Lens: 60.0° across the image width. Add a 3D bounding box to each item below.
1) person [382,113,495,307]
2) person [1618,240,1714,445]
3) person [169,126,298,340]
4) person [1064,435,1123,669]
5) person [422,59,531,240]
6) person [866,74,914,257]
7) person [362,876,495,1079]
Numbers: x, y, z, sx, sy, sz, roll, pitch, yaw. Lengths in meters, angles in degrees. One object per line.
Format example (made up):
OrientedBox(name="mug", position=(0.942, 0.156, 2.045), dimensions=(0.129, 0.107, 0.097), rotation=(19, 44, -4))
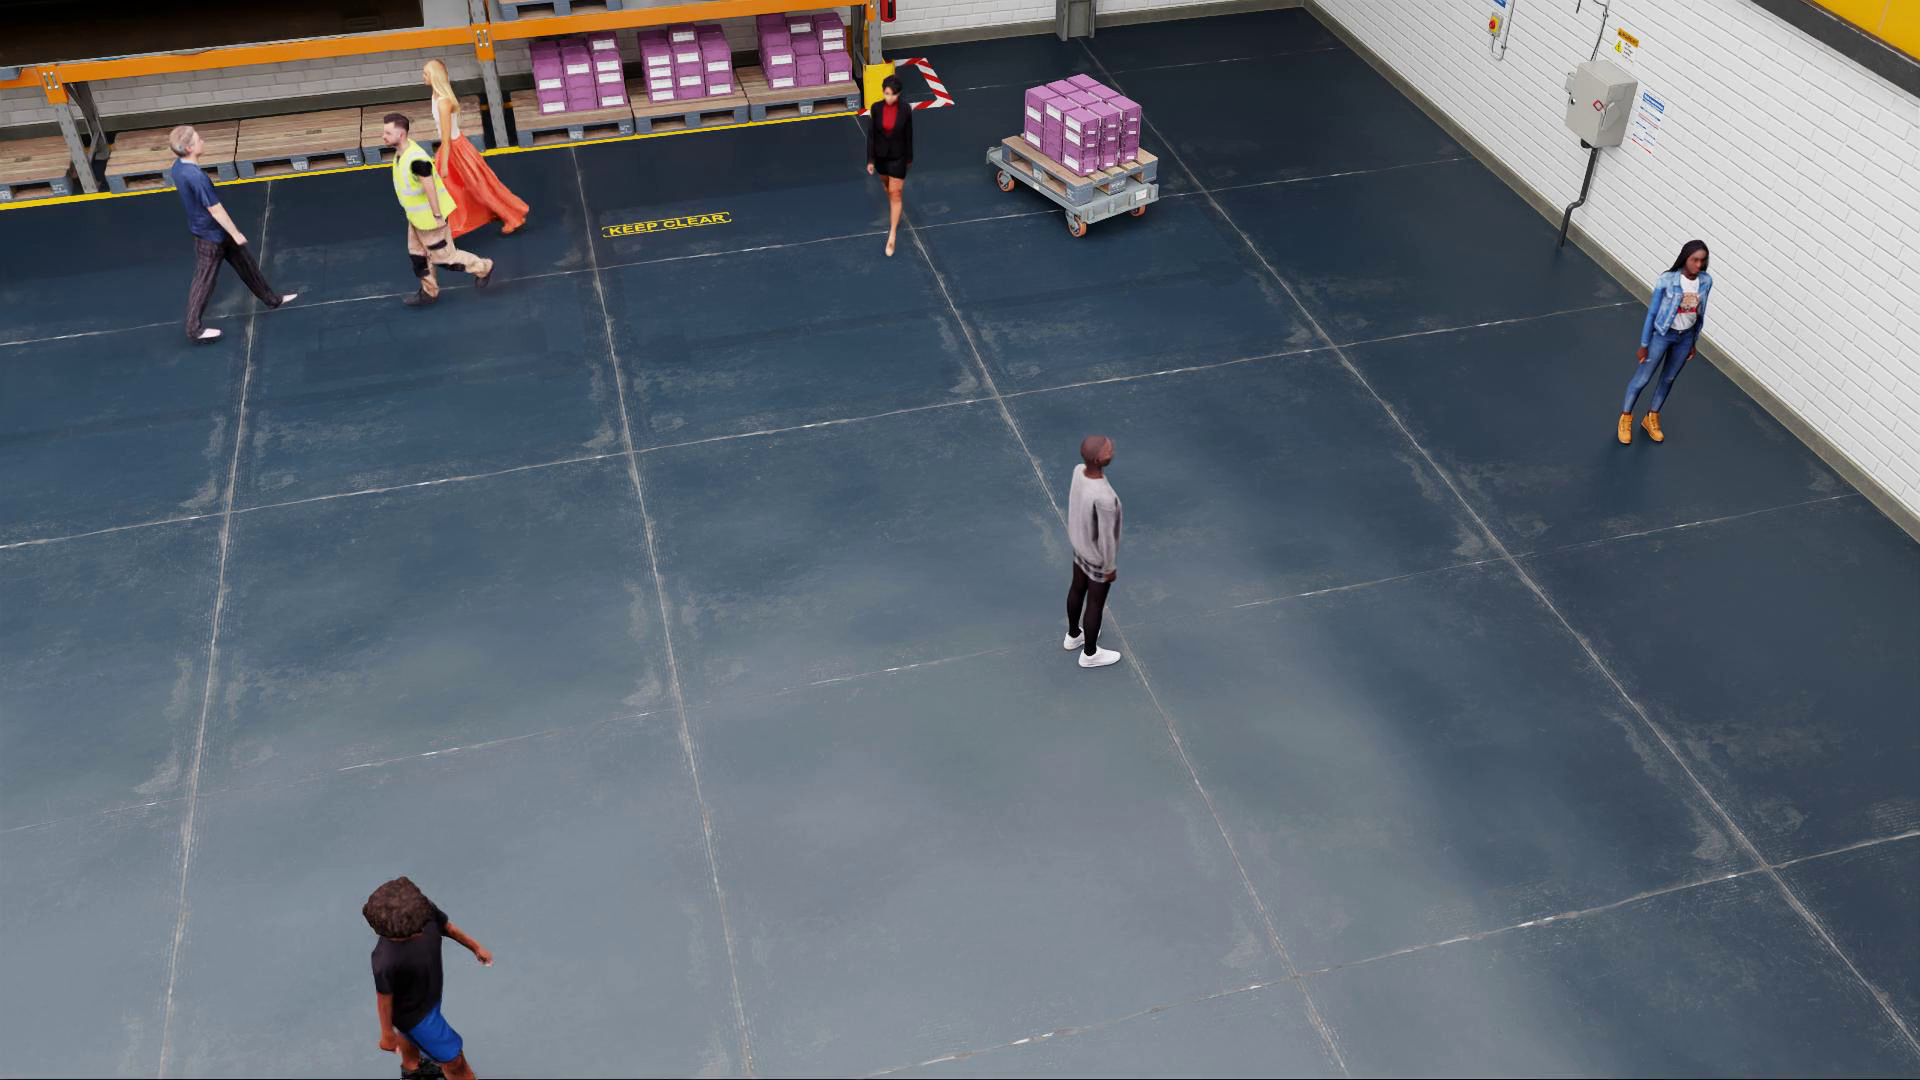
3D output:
OrientedBox(name="person", position=(-4.521, -2.837, 14.292), dimensions=(1.153, 1.814, 0.923), rotation=(-23, 44, -26))
OrientedBox(name="person", position=(5.419, -1.524, 12.729), dimensions=(0.512, 1.713, 0.703), rotation=(-3, 39, -4))
OrientedBox(name="person", position=(-6.334, -2.503, 13.873), dimensions=(1.286, 1.816, 0.907), rotation=(-21, 43, -24))
OrientedBox(name="person", position=(0.842, 0.060, 10.699), dimensions=(0.586, 1.772, 0.647), rotation=(-16, 41, -19))
OrientedBox(name="person", position=(-4.483, -3.504, 15.181), dimensions=(1.326, 1.748, 0.772), rotation=(-15, 41, -18))
OrientedBox(name="person", position=(-0.633, -3.503, 15.304), dimensions=(1.052, 1.593, 0.935), rotation=(7, 39, 9))
OrientedBox(name="person", position=(-2.702, 2.196, 8.046), dimensions=(1.127, 1.745, 0.996), rotation=(3, 39, 3))
